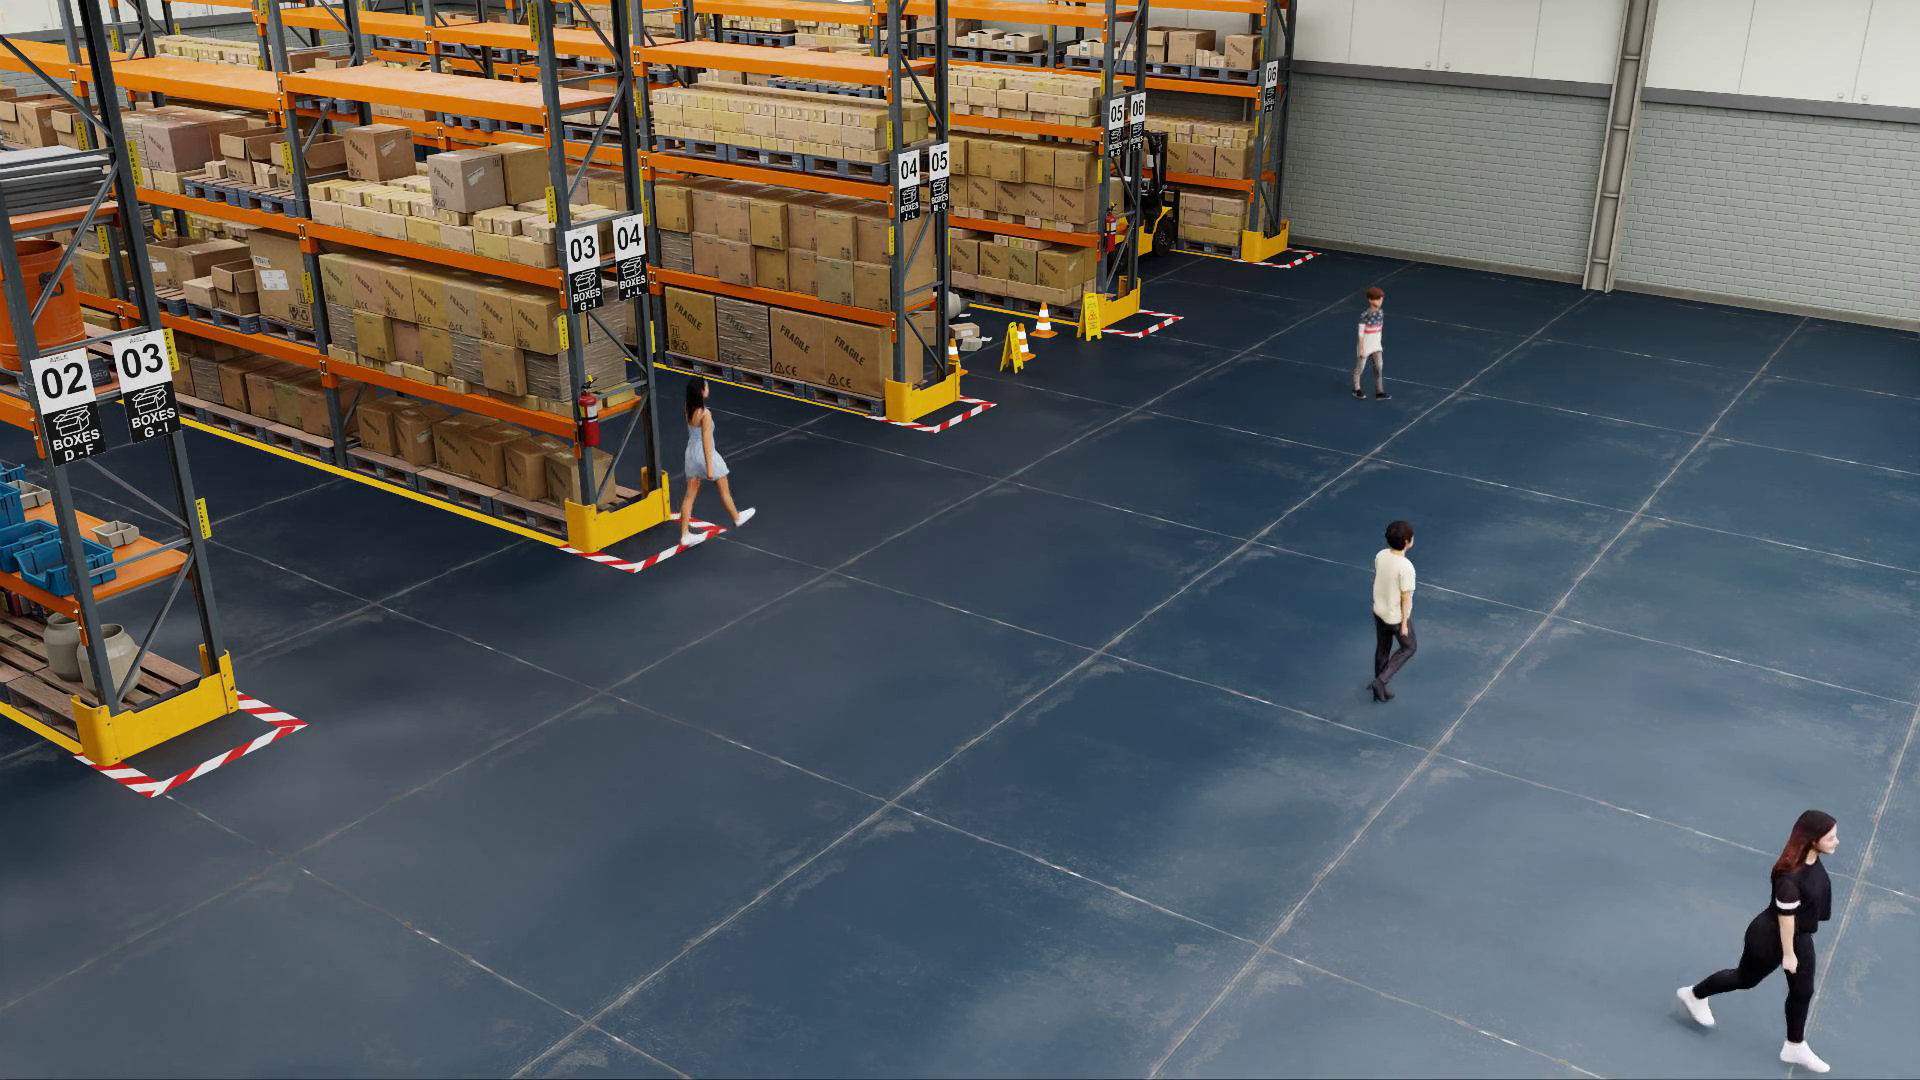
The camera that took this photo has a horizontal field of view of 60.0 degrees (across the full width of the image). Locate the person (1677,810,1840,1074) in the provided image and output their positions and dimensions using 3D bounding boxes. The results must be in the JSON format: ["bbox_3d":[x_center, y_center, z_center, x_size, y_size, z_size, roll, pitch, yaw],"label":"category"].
[{"bbox_3d":[4.589,2.234,9.471,0.742,1.606,1.137,-20,30,-39],"label":"person"}]

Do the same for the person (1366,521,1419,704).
[{"bbox_3d":[3.411,0.612,13.320,0.785,1.578,0.704,-10,25,-22],"label":"person"}]

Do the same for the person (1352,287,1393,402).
[{"bbox_3d":[5.064,-2.457,20.737,0.769,1.421,0.901,-10,25,-22],"label":"person"}]

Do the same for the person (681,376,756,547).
[{"bbox_3d":[-2.623,-0.748,16.380,1.086,1.688,0.794,21,31,41],"label":"person"}]
